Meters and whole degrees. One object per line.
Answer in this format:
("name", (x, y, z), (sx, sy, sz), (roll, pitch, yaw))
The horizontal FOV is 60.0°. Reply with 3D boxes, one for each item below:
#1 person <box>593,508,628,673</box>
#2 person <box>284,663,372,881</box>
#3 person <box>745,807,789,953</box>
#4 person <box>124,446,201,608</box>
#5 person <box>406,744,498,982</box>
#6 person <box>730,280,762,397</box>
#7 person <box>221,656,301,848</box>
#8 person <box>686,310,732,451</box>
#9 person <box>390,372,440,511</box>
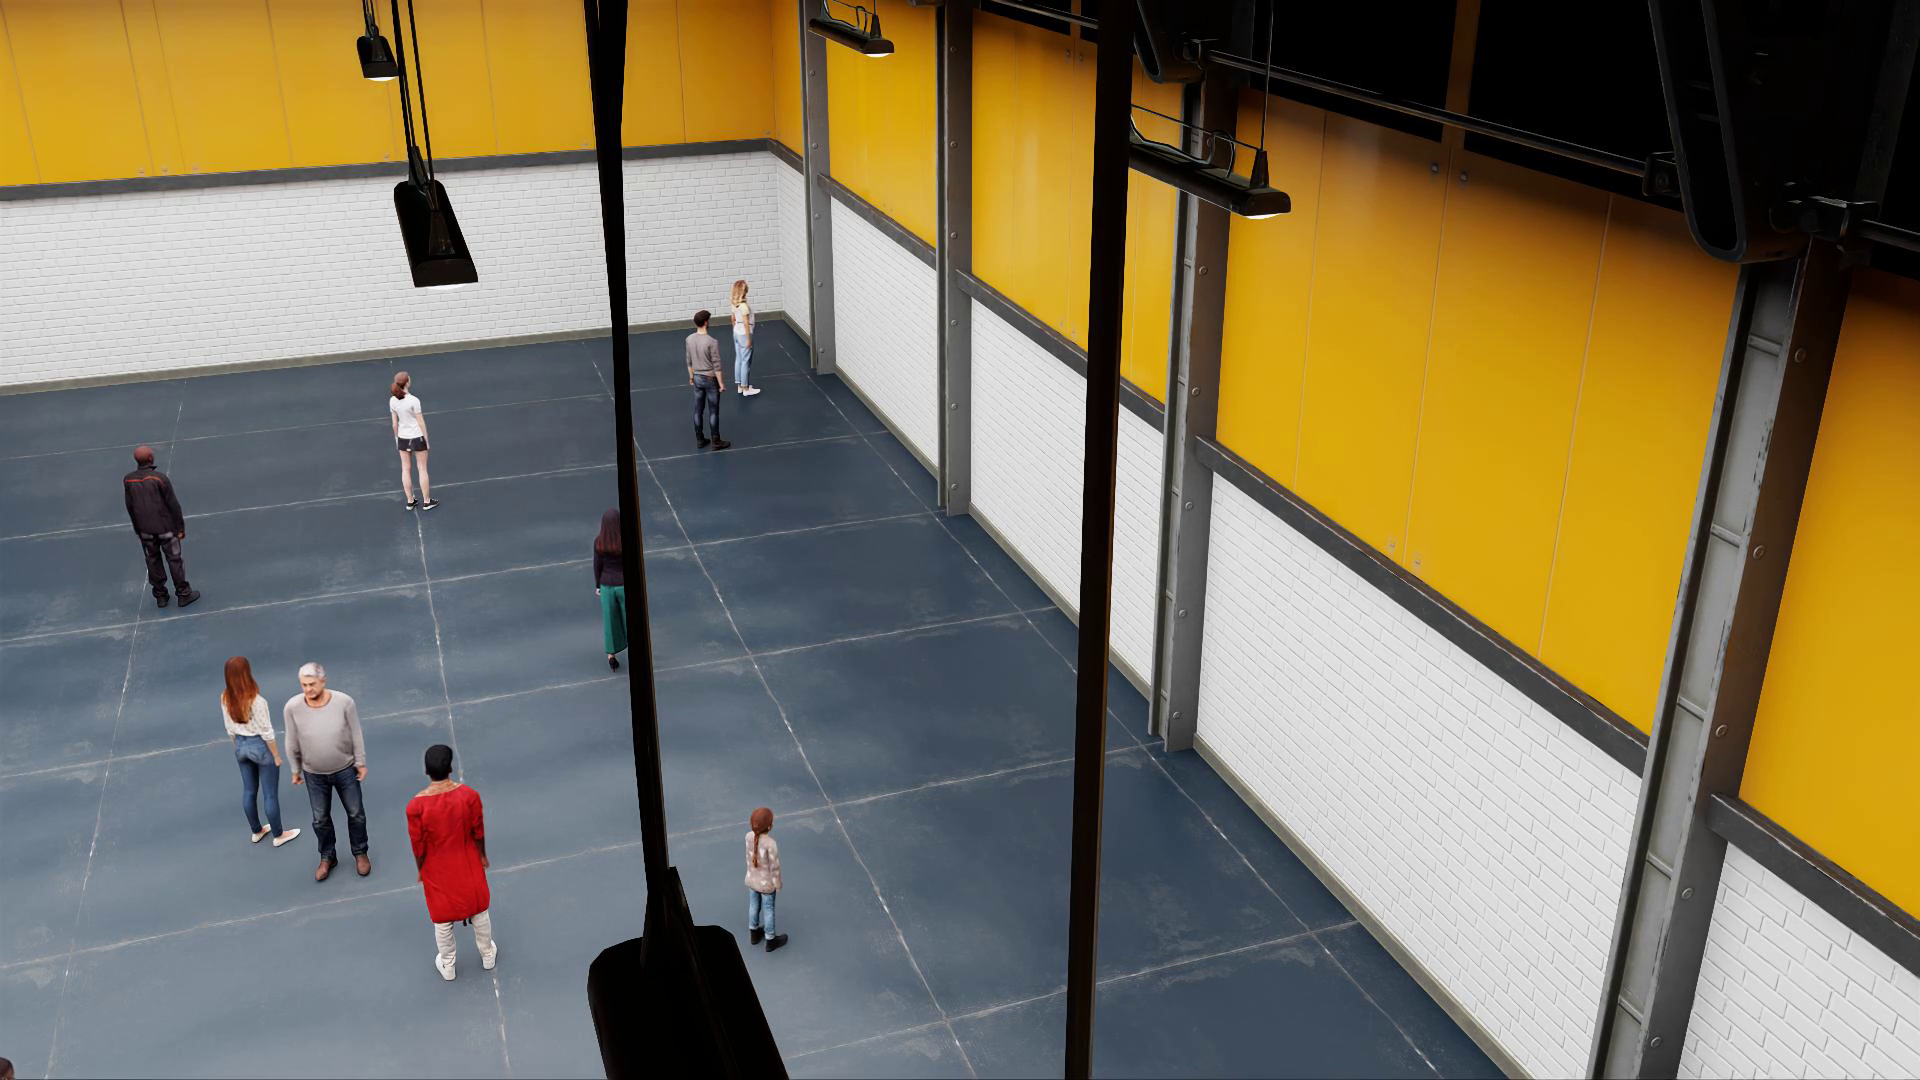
("person", (-3.395, 0.501, 16.524), (0.710, 1.732, 0.695), (3, 24, 6))
("person", (-5.039, 1.815, 13.297), (0.770, 1.909, 0.661), (-5, 24, -12))
("person", (-1.491, 2.544, 12.522), (0.524, 1.193, 0.607), (16, 28, 33))
("person", (-8.646, -0.153, 17.903), (0.771, 1.825, 0.710), (-1, 24, -2))
("person", (-3.699, 2.339, 12.129), (0.693, 1.883, 0.600), (-10, 26, -22))
("person", (-3.208, -2.992, 24.525), (0.728, 1.722, 0.551), (-14, 27, -30))
("person", (-5.819, 1.733, 13.709), (0.653, 1.729, 0.690), (7, 25, 16))
("person", (-3.423, -2.150, 22.373), (0.770, 1.903, 0.837), (11, 26, 24))
("person", (-6.742, -1.218, 20.430), (0.657, 1.752, 0.690), (3, 24, 6))
